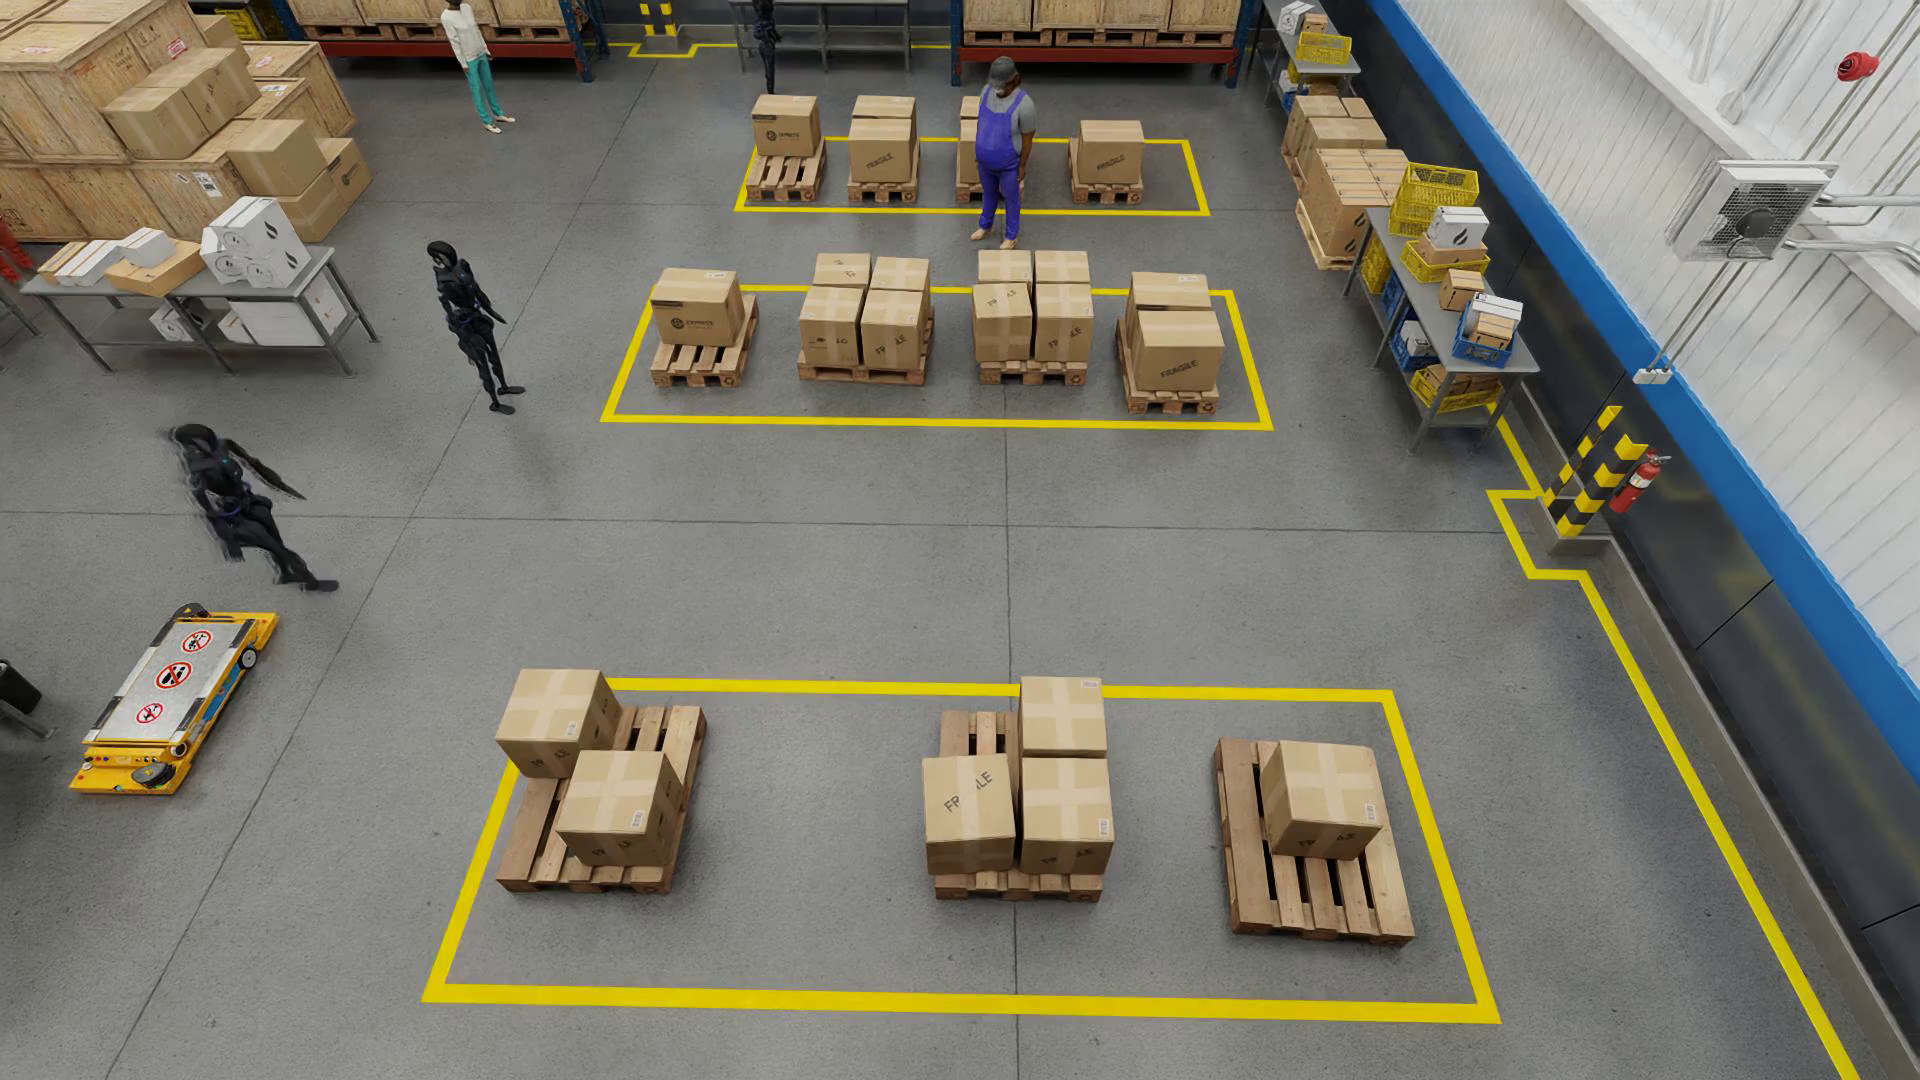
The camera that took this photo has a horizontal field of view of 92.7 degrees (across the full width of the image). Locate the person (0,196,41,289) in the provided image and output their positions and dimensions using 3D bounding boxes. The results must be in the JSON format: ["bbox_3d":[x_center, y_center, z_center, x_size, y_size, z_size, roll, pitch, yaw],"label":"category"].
[{"bbox_3d":[-9.960,-3.435,9.167,0.508,1.978,0.616,5,50,4],"label":"person"}]

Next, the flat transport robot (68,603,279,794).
[{"bbox_3d":[-5.504,1.072,6.442,0.652,0.197,1.431,1,50,1],"label":"flat transport robot"}]

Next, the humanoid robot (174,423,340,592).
[{"bbox_3d":[-5.096,-0.200,6.624,0.622,1.637,0.598,-5,50,-5],"label":"humanoid robot"}]

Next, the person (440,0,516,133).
[{"bbox_3d":[-6.112,-6.082,11.532,0.311,1.768,0.522,14,51,11],"label":"person"}]

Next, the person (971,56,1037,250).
[{"bbox_3d":[0.409,-4.019,9.608,0.677,2.000,0.537,31,56,23],"label":"person"}]

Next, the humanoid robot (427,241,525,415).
[{"bbox_3d":[-4.230,-1.866,8.014,0.328,1.657,0.590,2,50,2],"label":"humanoid robot"}]

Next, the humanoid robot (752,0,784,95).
[{"bbox_3d":[-2.510,-6.583,12.005,0.328,1.657,0.590,2,50,2],"label":"humanoid robot"}]
